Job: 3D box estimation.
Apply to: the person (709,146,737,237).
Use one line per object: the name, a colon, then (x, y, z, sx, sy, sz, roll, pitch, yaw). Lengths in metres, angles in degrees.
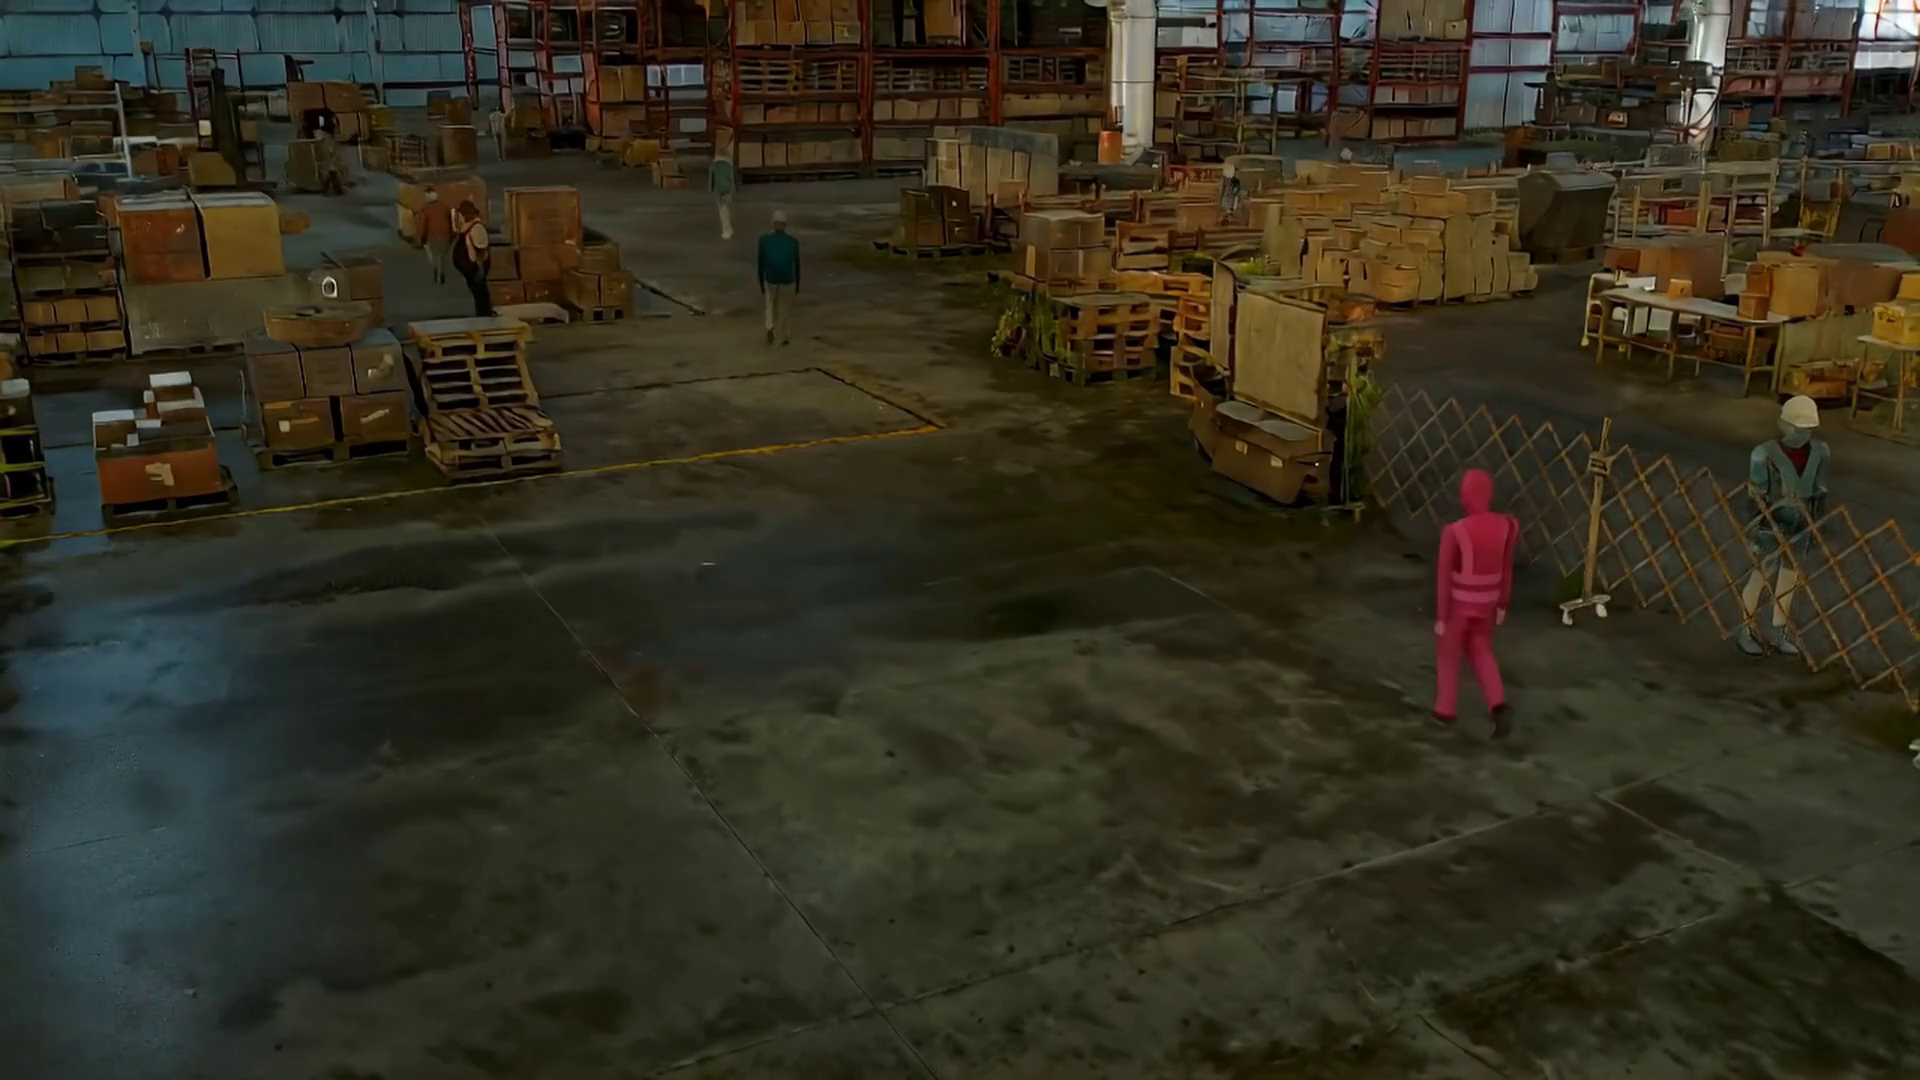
person: (-5.099, -7.454, 35.621, 0.565, 1.915, 0.509, -9, 20, -27)

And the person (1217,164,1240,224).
person: (5.588, -6.966, 34.533, 0.883, 1.649, 0.545, -8, 19, -23)

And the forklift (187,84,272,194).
forklift: (-19.172, -10.427, 43.340, 1.873, 2.768, 1.129, -9, 20, -26)

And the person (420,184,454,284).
person: (-9.291, -5.441, 29.610, 0.538, 1.746, 0.451, -4, 18, -12)

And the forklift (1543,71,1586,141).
forklift: (18.685, -13.231, 52.085, 1.873, 2.768, 1.129, -9, 20, -26)

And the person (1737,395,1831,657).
person: (6.186, -0.092, 12.496, 0.606, 2.038, 0.393, -1, 18, -4)

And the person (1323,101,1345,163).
person: (11.943, -12.891, 52.586, 0.725, 1.913, 0.662, 2, 18, 7)

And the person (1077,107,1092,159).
person: (4.032, -13.162, 53.843, 0.860, 1.644, 0.551, -10, 20, -28)

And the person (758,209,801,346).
person: (-2.611, -3.767, 24.027, 0.616, 1.982, 0.516, 1, 18, 3)

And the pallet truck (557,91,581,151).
pallet truck: (-13.495, -14.412, 57.188, 0.823, 1.965, 1.885, -3, 18, -9)

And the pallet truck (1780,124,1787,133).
pallet truck: (25.206, -12.542, 52.601, 1.601, 1.201, 0.680, 0, 18, -2)

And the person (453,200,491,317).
person: (-7.297, -4.073, 24.885, 0.535, 2.000, 0.673, -8, 19, -23)

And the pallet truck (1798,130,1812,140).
pallet truck: (25.526, -11.556, 49.408, 1.630, 1.274, 0.653, -9, 20, -26)

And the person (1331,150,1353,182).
person: (8.369, -7.649, 36.452, 0.933, 1.785, 0.587, -8, 20, -24)

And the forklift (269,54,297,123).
forklift: (-28.317, -19.150, 70.537, 1.873, 2.768, 1.129, -9, 20, -26)

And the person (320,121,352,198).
person: (-16.267, -9.842, 43.044, 0.678, 1.962, 0.623, -4, 18, -14)

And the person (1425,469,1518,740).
person: (3.435, 0.449, 11.076, 0.581, 1.863, 0.710, -5, 18, -15)

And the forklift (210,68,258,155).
forklift: (-24.373, -14.147, 54.938, 1.873, 2.768, 1.129, -9, 20, -26)

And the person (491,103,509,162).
person: (-14.735, -13.040, 53.208, 0.536, 1.824, 1.006, -4, 18, -14)
